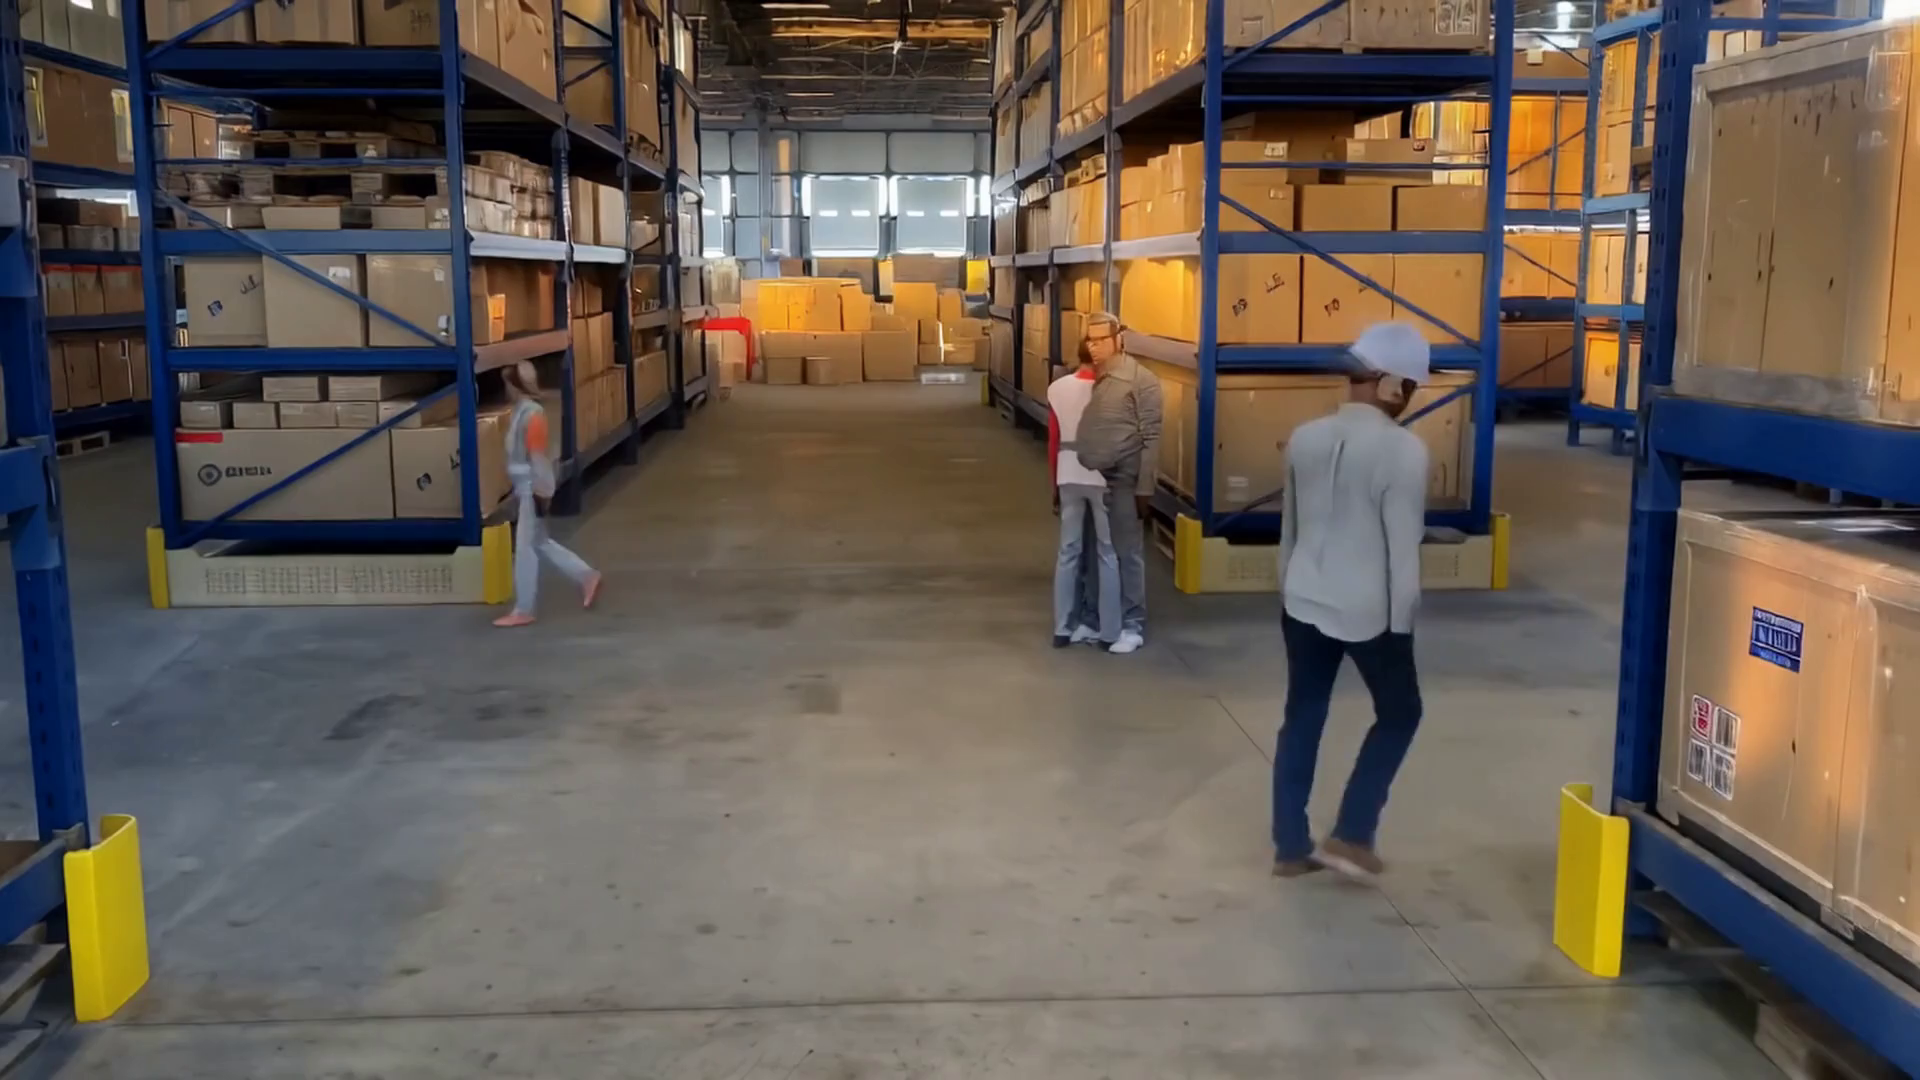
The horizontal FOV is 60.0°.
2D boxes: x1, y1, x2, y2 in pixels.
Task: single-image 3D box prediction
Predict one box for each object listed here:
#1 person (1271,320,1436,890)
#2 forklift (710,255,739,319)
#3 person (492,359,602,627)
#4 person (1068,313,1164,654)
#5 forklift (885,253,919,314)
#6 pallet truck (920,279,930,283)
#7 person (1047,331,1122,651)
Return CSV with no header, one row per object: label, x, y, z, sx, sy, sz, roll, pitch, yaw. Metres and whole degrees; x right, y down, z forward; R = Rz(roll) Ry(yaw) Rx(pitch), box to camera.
person,1.315,0.239,5.682,0.527,1.958,0.681,-8,12,-42
forklift,-8.368,-8.713,59.038,1.129,2.768,1.873,-1,9,-4
person,-2.548,-0.299,10.164,0.661,1.612,0.532,-5,10,-27
person,0.820,-0.316,9.360,0.401,1.907,0.648,-9,13,-44
forklift,-1.788,-7.999,54.557,1.129,2.768,1.873,-6,11,-32
pallet truck,-0.932,-8.922,63.114,1.885,1.965,0.823,2,9,13
person,0.753,-0.285,9.403,0.566,1.837,0.392,4,10,21
